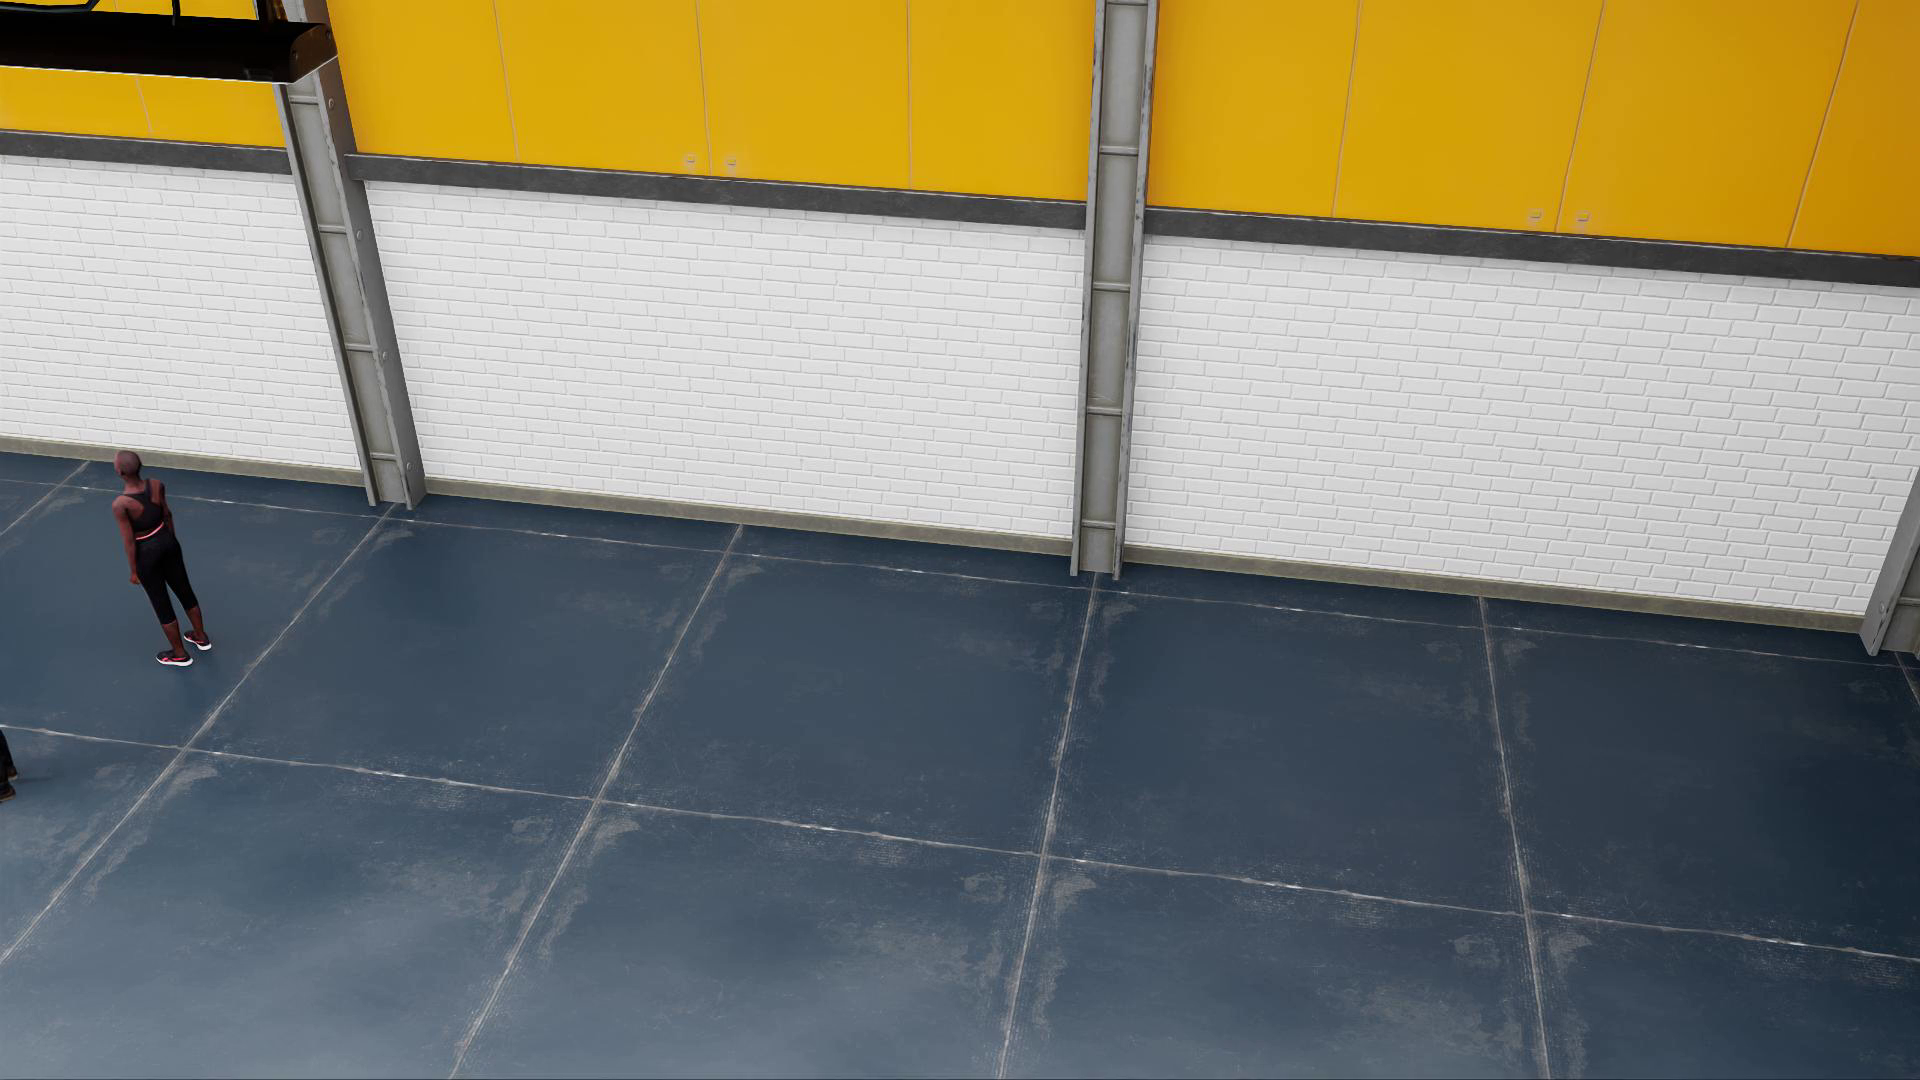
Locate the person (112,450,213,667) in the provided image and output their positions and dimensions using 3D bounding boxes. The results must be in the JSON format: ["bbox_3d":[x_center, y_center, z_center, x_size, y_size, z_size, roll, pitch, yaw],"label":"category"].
[{"bbox_3d":[-5.760,0.116,11.939,0.604,1.757,0.629,14,36,20],"label":"person"}]
